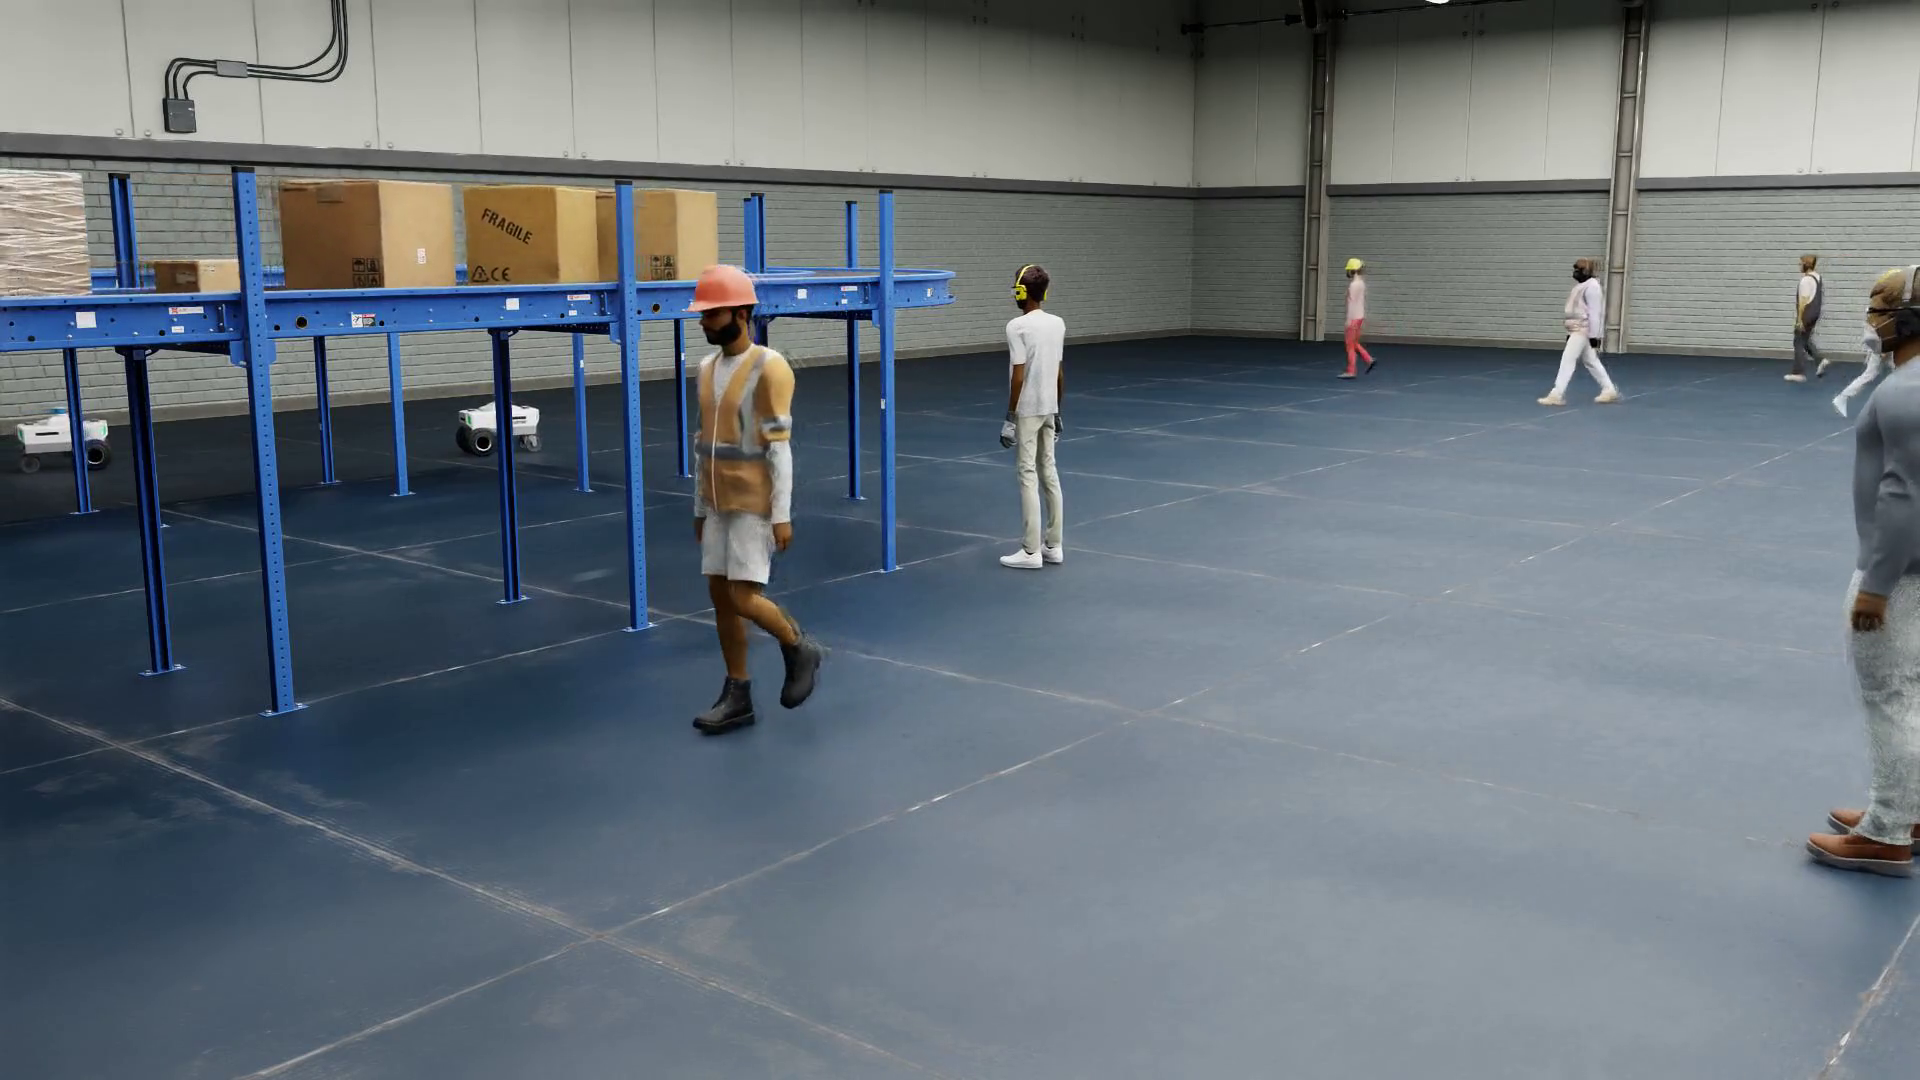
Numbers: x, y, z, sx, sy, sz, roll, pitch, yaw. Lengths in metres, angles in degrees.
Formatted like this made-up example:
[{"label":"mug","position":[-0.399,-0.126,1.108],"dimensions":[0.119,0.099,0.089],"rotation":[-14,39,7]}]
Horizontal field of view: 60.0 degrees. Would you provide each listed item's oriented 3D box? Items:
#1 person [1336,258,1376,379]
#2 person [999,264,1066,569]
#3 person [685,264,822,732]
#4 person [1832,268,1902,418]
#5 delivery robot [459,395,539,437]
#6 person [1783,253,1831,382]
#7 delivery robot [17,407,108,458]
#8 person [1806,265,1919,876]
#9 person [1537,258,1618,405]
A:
[{"label":"person","position":[5.791,-3.230,24.302],"dimensions":[0.433,1.757,0.527],"rotation":[5,11,26]},{"label":"person","position":[0.446,-0.765,10.314],"dimensions":[0.319,1.870,0.521],"rotation":[10,14,43]},{"label":"person","position":[-0.878,-0.169,6.864],"dimensions":[0.559,1.918,0.499],"rotation":[10,14,44]},{"label":"person","position":[10.363,-2.200,18.714],"dimensions":[0.823,1.707,0.484],"rotation":[0,10,2]},{"label":"delivery robot","position":[-4.413,-1.149,15.939],"dimensions":[0.707,0.478,0.477],"rotation":[-6,12,-31]},{"label":"person","position":[12.180,-3.184,23.823],"dimensions":[0.536,1.829,0.508],"rotation":[-7,12,-34]},{"label":"delivery robot","position":[-7.967,-0.938,14.771],"dimensions":[0.707,0.478,0.477],"rotation":[-5,12,-27]},{"label":"person","position":[3.022,0.096,5.354],"dimensions":[0.355,1.936,0.635],"rotation":[8,13,39]},{"label":"person","position":[7.712,-2.569,20.539],"dimensions":[0.973,1.805,0.632],"rotation":[2,10,9]}]
